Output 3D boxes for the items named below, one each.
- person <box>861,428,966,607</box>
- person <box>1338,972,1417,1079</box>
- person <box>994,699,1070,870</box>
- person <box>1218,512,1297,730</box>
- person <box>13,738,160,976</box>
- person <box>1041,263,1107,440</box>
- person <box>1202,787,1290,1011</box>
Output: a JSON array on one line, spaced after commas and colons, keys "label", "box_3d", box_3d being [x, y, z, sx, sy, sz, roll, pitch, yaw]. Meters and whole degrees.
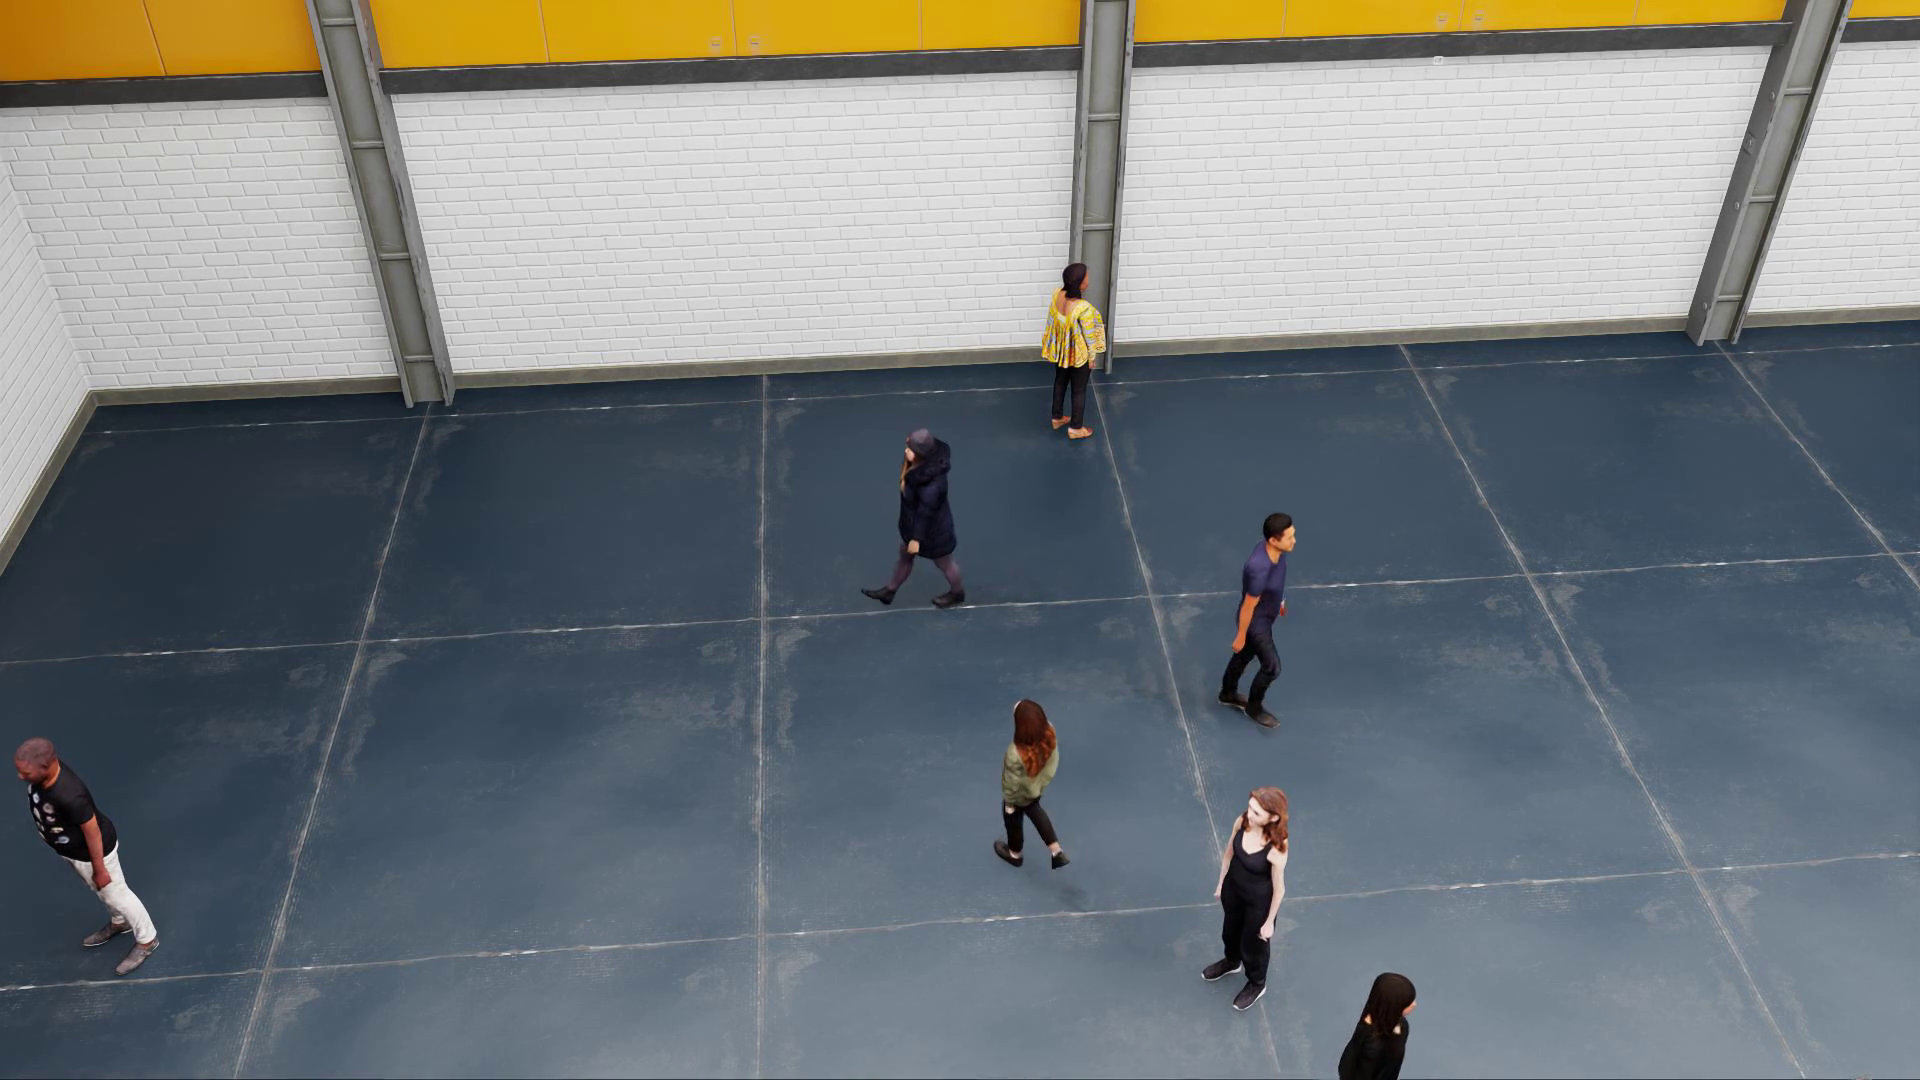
[{"label": "person", "box_3d": [-0.156, -0.120, 12.278, 1.040, 1.635, 0.730, -6, 39, -8]}, {"label": "person", "box_3d": [2.046, 2.752, 8.690, 1.059, 1.625, 0.771, 9, 39, 11]}, {"label": "person", "box_3d": [0.465, 1.559, 10.309, 0.898, 1.469, 0.852, 31, 48, 33]}, {"label": "person", "box_3d": [1.956, 0.512, 11.375, 0.877, 1.775, 0.836, 15, 41, 18]}, {"label": "person", "box_3d": [-5.117, 1.796, 9.744, 0.755, 1.804, 0.819, 27, 46, 29]}, {"label": "person", "box_3d": [0.954, -1.606, 14.123, 0.931, 1.655, 0.879, -28, 46, -30]}, {"label": "person", "box_3d": [1.684, 2.022, 9.507, 0.670, 1.746, 0.664, -24, 45, -27]}]
